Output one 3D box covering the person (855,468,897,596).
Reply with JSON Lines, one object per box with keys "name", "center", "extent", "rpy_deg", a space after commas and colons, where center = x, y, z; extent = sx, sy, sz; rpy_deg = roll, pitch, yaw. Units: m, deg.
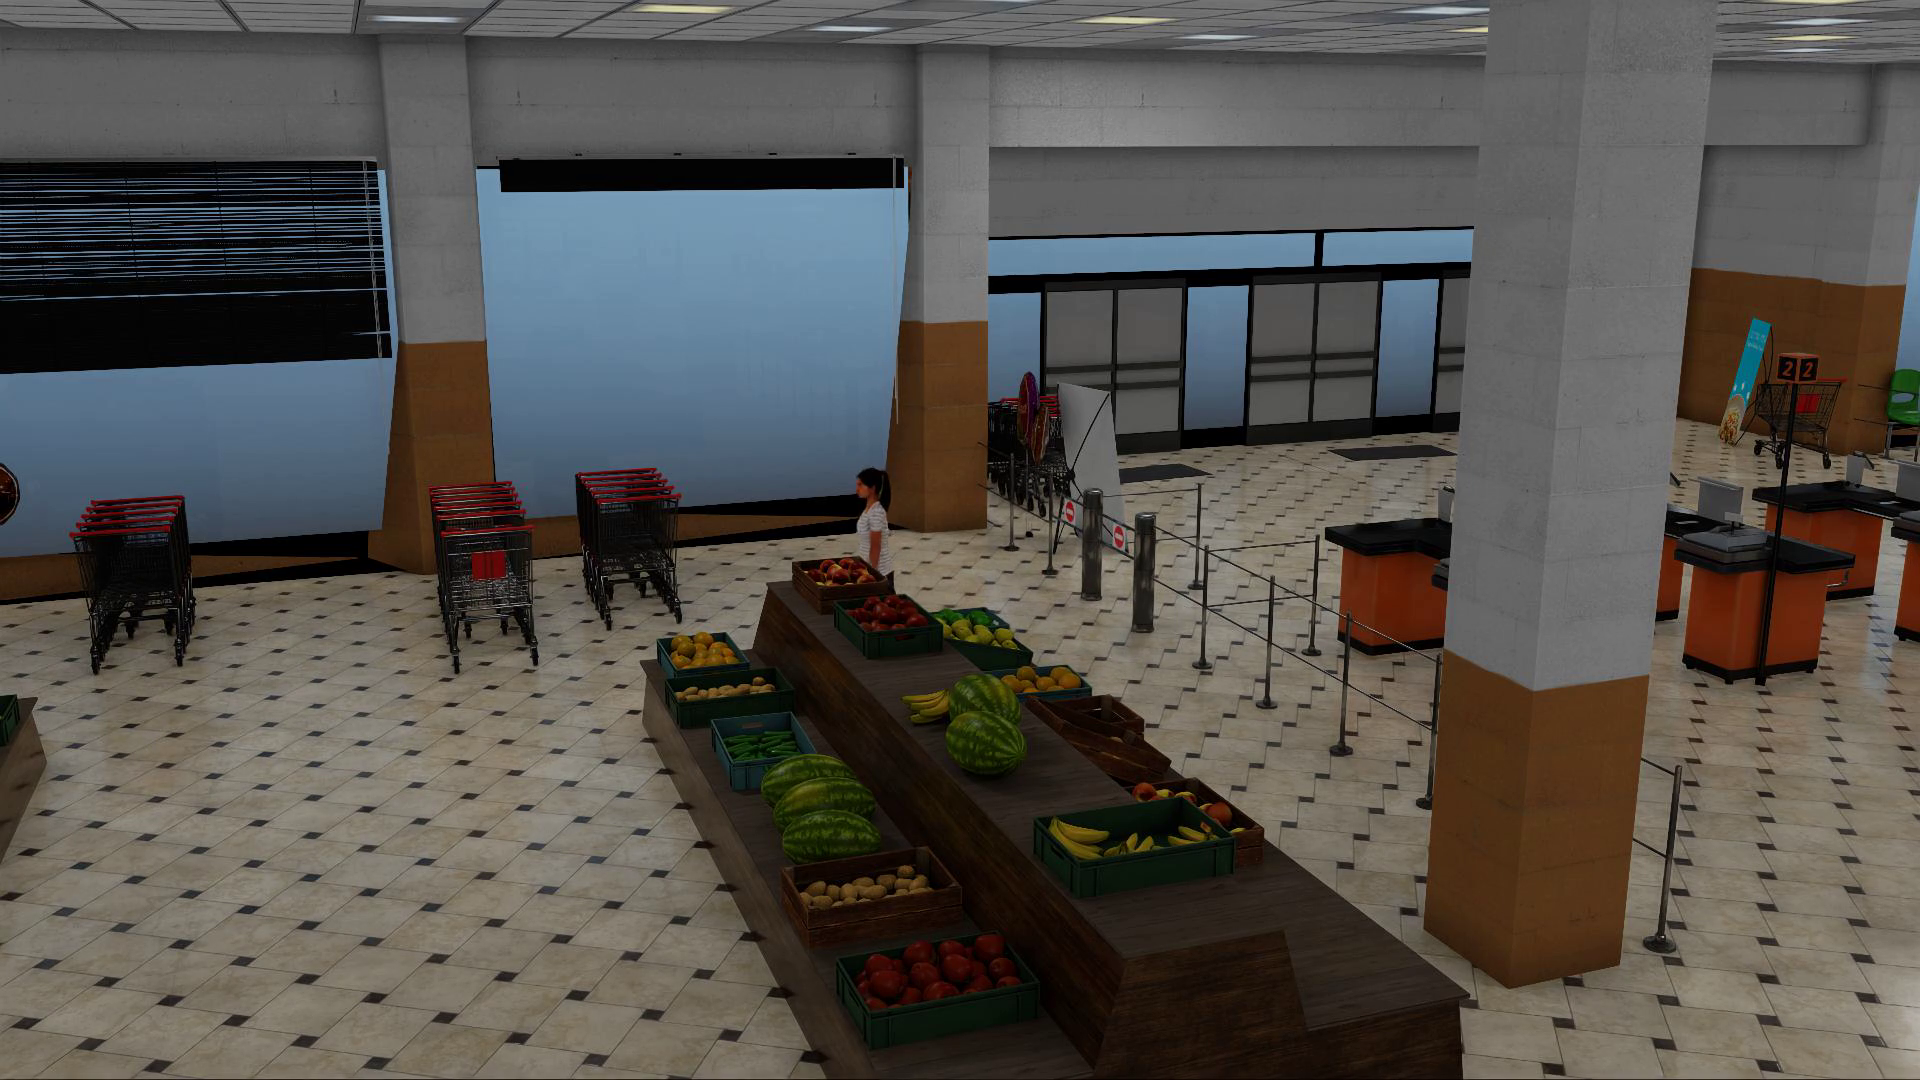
{"name": "person", "center": [-0.559, 0.260, 12.941], "extent": [0.809, 1.595, 1.105], "rpy_deg": [-2, 14, -7]}
